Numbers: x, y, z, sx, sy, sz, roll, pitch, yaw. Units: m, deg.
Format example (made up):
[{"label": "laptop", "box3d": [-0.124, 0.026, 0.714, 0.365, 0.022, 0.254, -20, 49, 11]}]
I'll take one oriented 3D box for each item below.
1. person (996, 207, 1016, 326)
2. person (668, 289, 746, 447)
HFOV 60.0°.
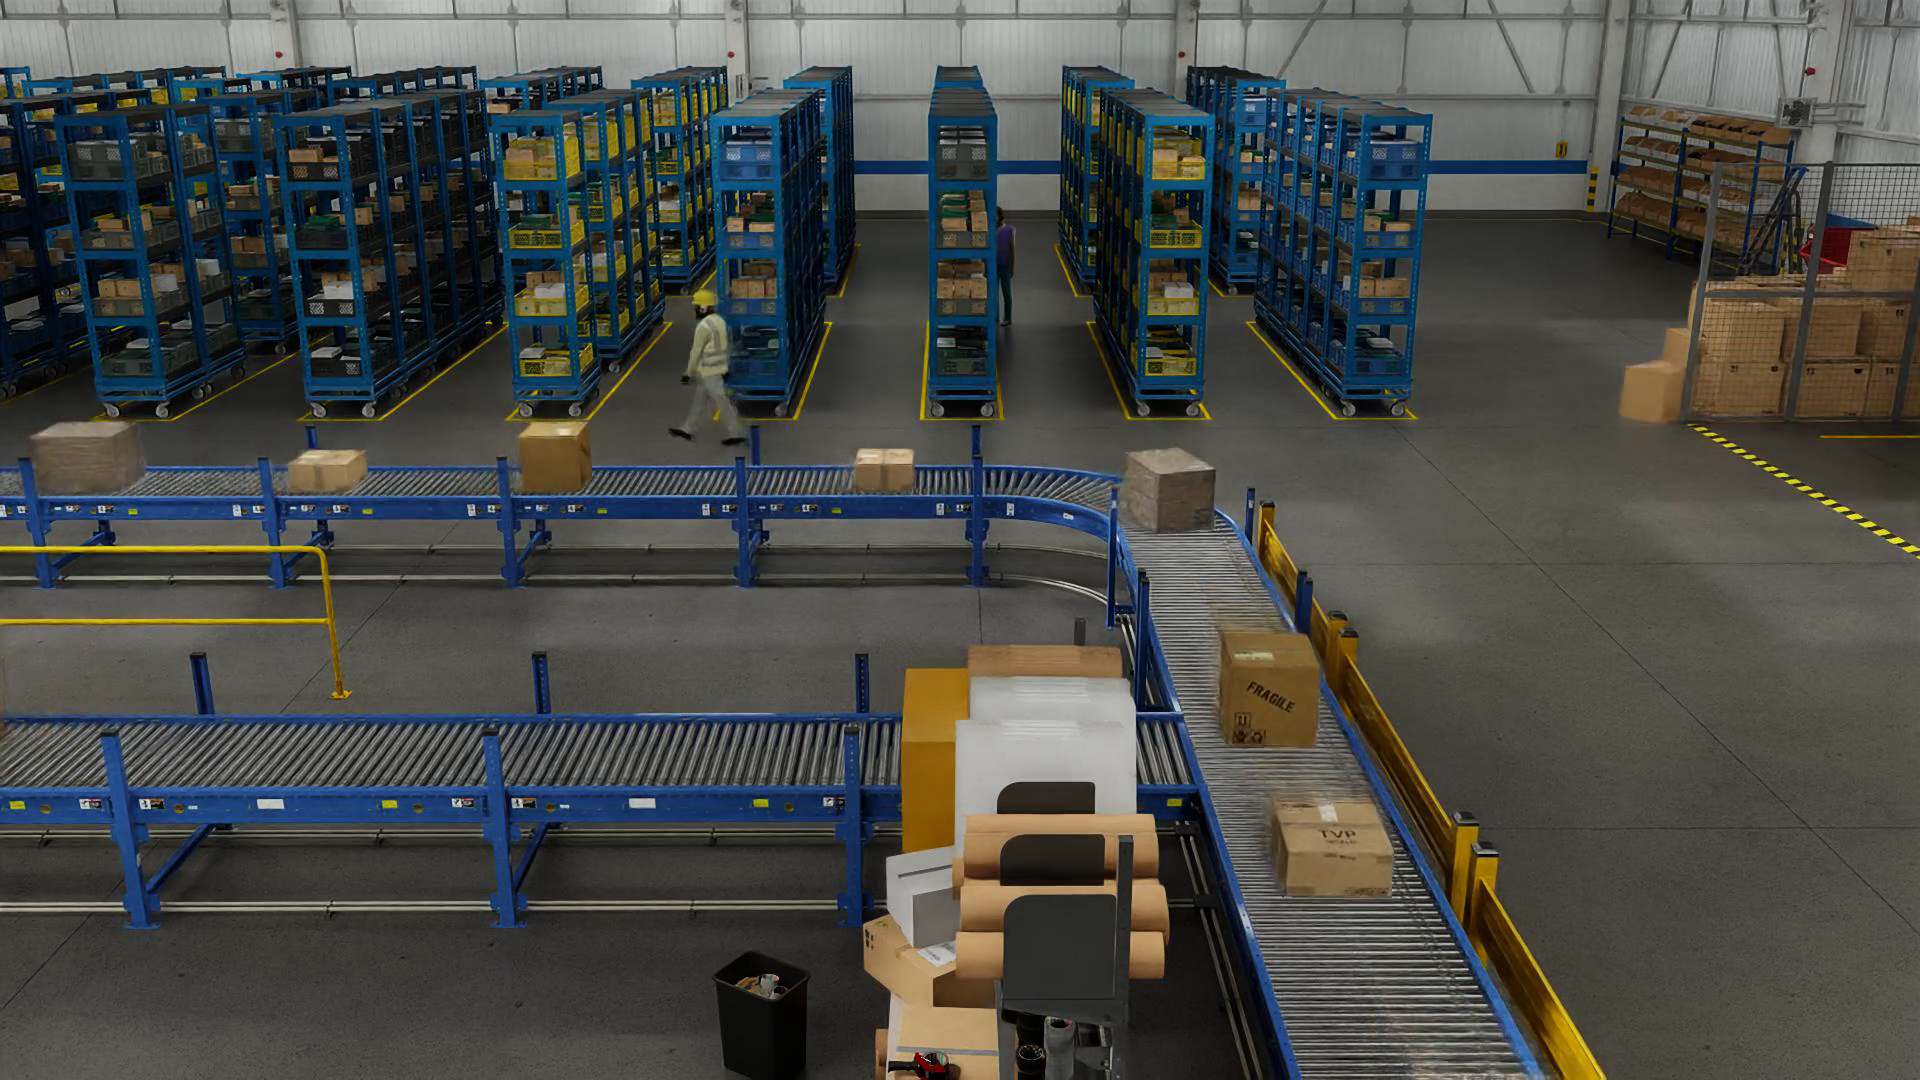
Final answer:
[{"label": "person", "box3d": [0.603, -4.242, 25.748, 0.575, 1.830, 0.410, 11, 21, 30]}, {"label": "person", "box3d": [-2.854, -1.923, 18.680, 0.948, 1.781, 0.584, 2, 18, 7]}]
